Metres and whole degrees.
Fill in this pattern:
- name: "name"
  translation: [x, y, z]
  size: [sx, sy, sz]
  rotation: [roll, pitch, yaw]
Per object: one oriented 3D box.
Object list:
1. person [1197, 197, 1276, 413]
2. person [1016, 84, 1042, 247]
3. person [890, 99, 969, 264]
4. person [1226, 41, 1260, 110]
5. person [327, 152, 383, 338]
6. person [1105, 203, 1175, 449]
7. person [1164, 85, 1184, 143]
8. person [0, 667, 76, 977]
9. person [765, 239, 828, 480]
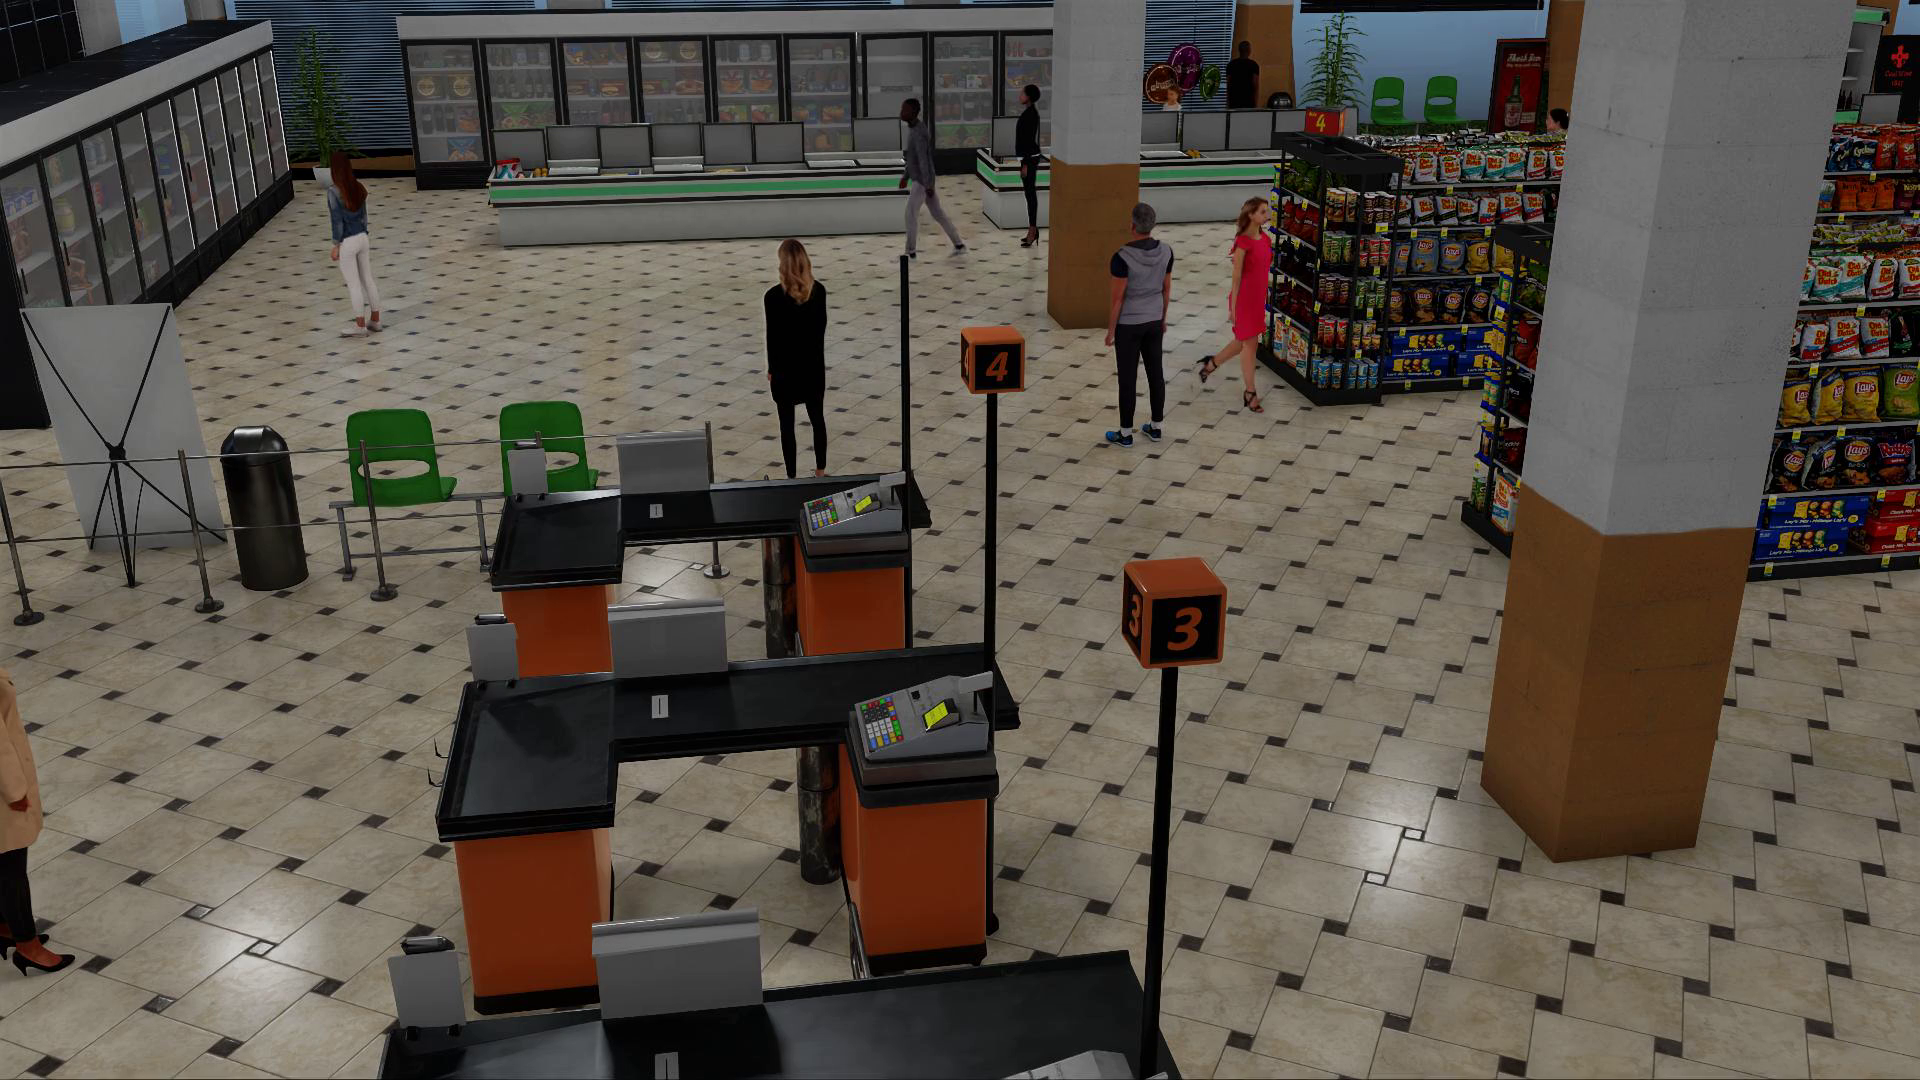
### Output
- name: "person"
  translation: [2.254, -1.908, 13.399]
  size: [0.965, 1.703, 0.956]
  rotation: [-19, 29, -39]
- name: "person"
  translation: [0.805, -4.343, 19.284]
  size: [0.623, 1.834, 0.650]
  rotation: [3, 22, 8]
- name: "person"
  translation: [-0.314, -3.910, 18.274]
  size: [1.155, 1.783, 0.855]
  rotation: [2, 22, 6]
- name: "person"
  translation: [4.115, -6.361, 24.326]
  size: [0.730, 1.819, 0.807]
  rotation: [13, 25, 29]
- name: "person"
  translation: [-5.660, -2.754, 15.506]
  size: [0.695, 1.701, 0.694]
  rotation: [8, 23, 20]
- name: "person"
  translation: [1.358, -1.612, 12.493]
  size: [0.618, 1.829, 0.812]
  rotation: [-11, 24, -25]
- name: "person"
  translation: [2.997, -5.747, 23.478]
  size: [0.596, 1.312, 0.553]
  rotation: [-18, 28, -37]
- name: "person"
  translation: [-3.747, 0.915, 6.400]
  size: [0.709, 1.682, 0.734]
  rotation: [19, 29, 39]
- name: "person"
  translation: [-1.113, -1.175, 11.442]
  size: [0.604, 1.802, 0.738]
  rotation: [-14, 26, -30]
